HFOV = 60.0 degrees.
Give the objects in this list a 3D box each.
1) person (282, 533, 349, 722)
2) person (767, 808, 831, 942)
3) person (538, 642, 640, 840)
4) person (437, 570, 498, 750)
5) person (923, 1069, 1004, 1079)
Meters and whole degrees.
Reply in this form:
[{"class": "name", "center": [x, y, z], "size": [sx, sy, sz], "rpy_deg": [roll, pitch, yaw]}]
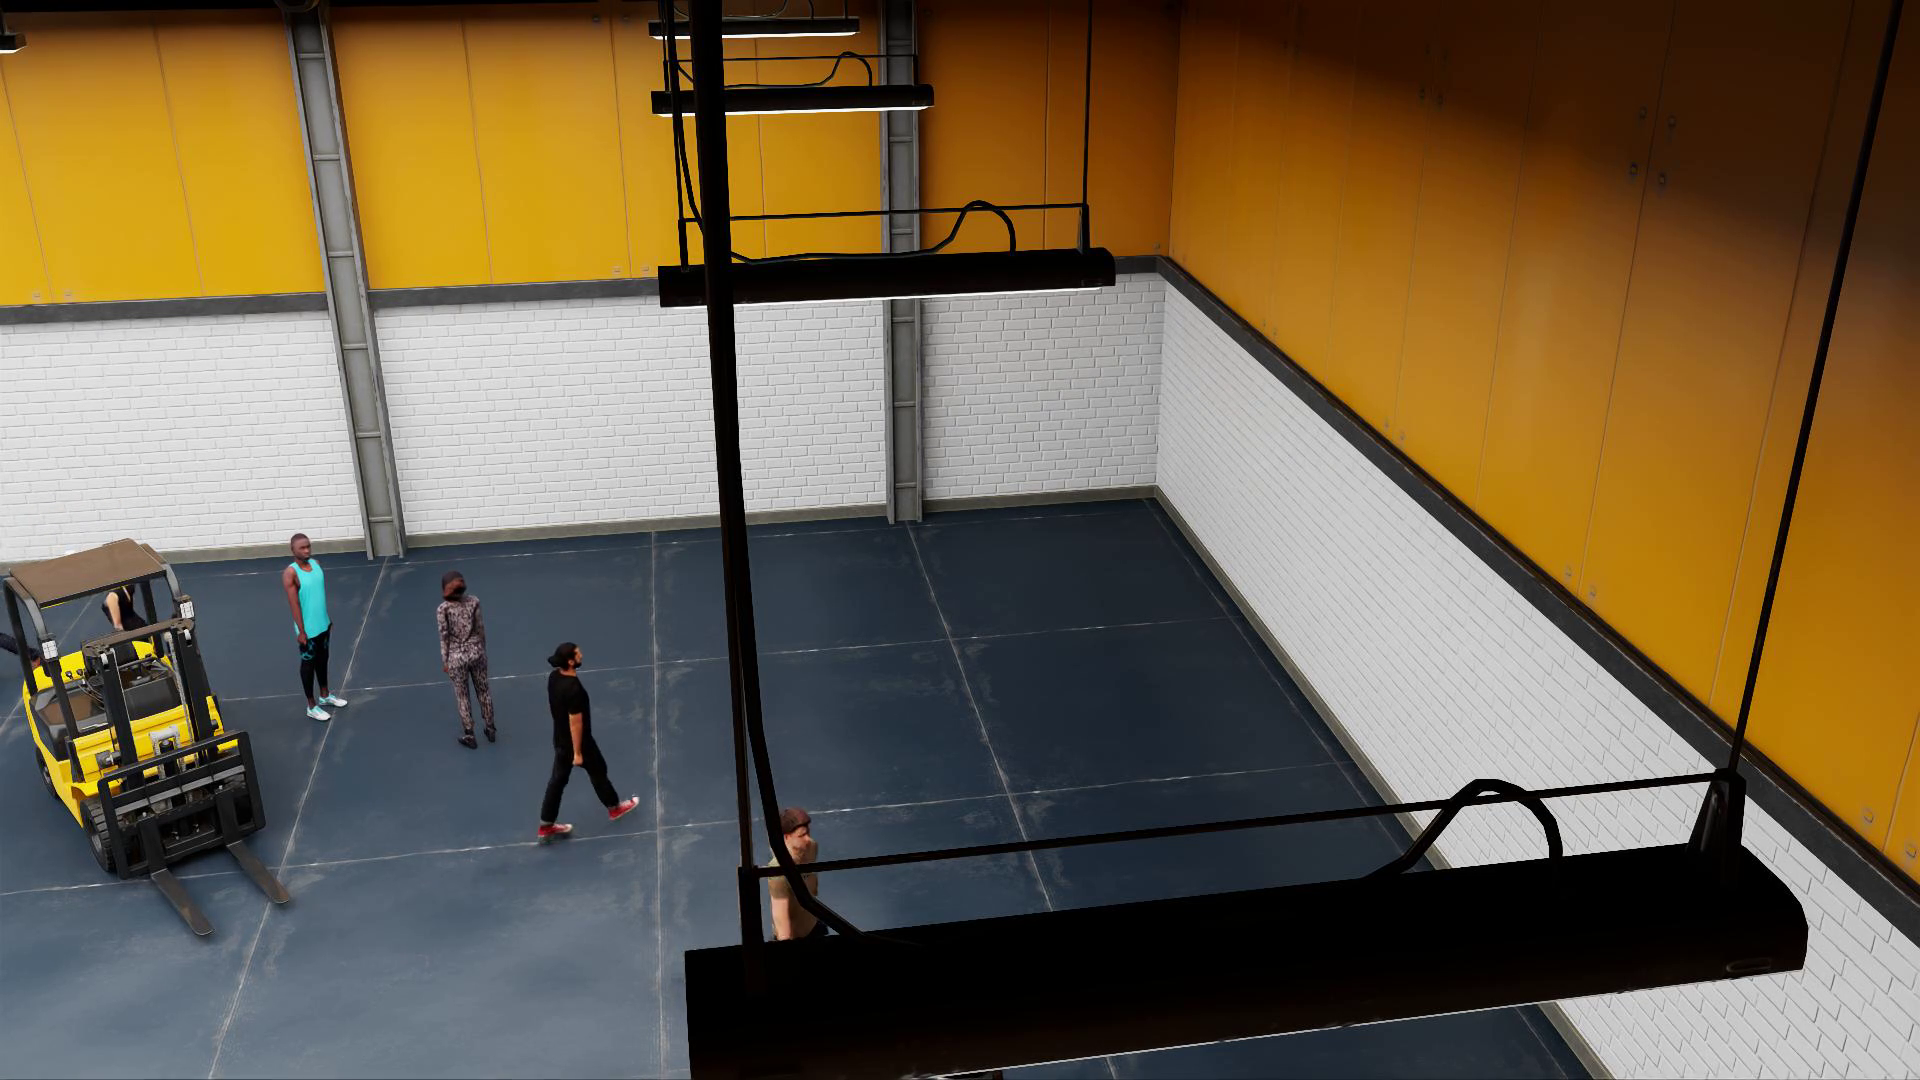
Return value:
[{"class": "person", "center": [-6.024, 0.778, 15.425], "size": [0.671, 1.811, 0.684], "rpy_deg": [7, 25, 16]}, {"class": "person", "center": [-1.174, 2.609, 11.238], "size": [1.306, 1.810, 1.187], "rpy_deg": [13, 27, 28]}, {"class": "person", "center": [-3.219, 1.665, 13.516], "size": [1.217, 1.715, 1.004], "rpy_deg": [-18, 29, -35]}, {"class": "person", "center": [-4.433, 1.057, 14.908], "size": [0.617, 1.714, 0.719], "rpy_deg": [-18, 29, -35]}, {"class": "person", "center": [0.024, 3.164, 9.954], "size": [0.475, 1.821, 0.708], "rpy_deg": [-4, 24, -8]}]
